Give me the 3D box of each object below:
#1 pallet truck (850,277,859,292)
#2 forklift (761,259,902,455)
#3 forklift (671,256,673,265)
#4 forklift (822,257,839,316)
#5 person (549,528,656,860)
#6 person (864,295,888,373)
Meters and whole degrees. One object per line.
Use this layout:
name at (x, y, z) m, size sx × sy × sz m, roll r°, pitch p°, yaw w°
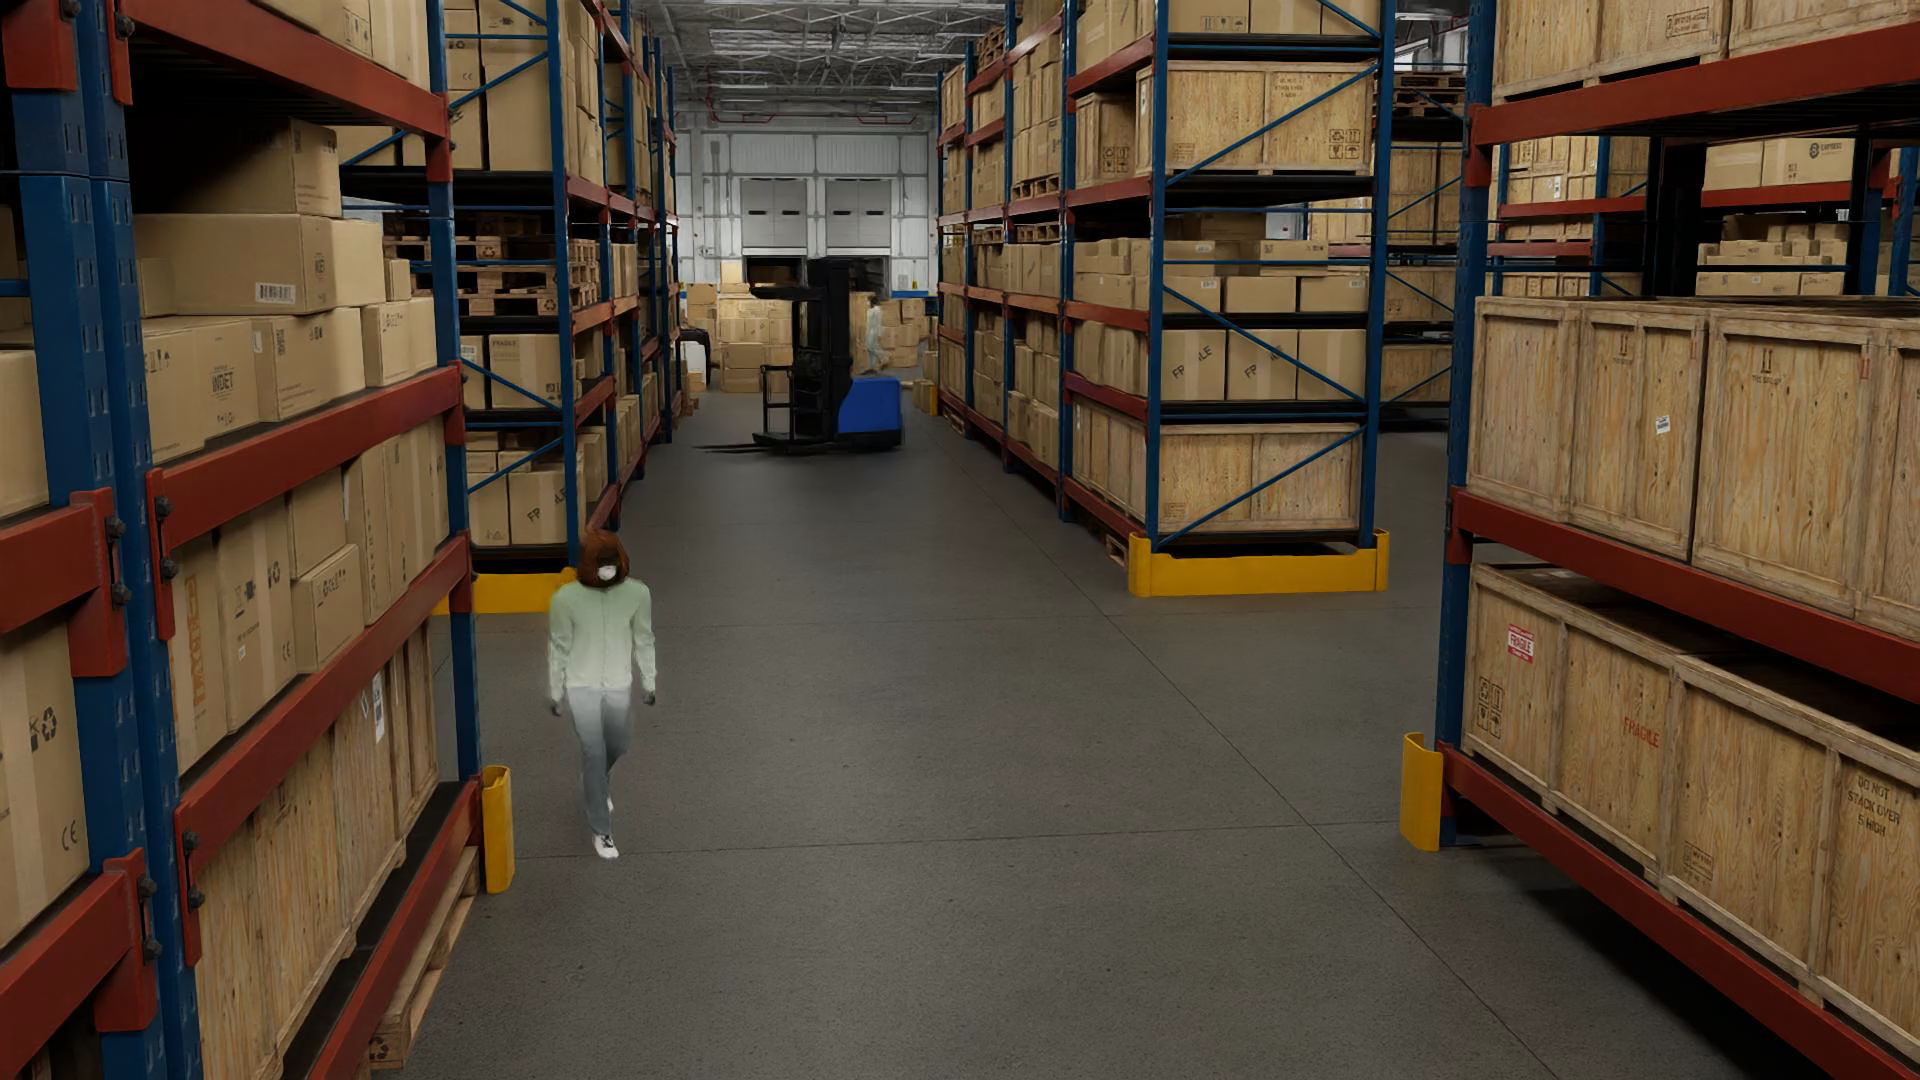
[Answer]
pallet truck at (-3.782, -9.391, 65.808) m, size 1.885 × 1.965 × 0.823 m, roll 2°, pitch 10°, yaw 10°
forklift at (-1.902, -2.724, 24.422) m, size 1.873 × 2.768 × 1.129 m, roll -5°, pitch 11°, yaw -28°
forklift at (-10.987, -9.066, 61.344) m, size 1.129 × 2.768 × 1.873 m, roll -1°, pitch 10°, yaw -7°
forklift at (-3.645, -6.721, 47.695) m, size 1.873 × 2.768 × 1.129 m, roll 1°, pitch 10°, yaw 8°
person at (-1.789, 0.699, 8.228) m, size 0.518 × 1.598 × 0.747 m, roll -6°, pitch 11°, yaw -29°
person at (-2.103, -5.015, 40.543) m, size 0.499 × 1.923 × 0.633 m, roll -4°, pitch 11°, yaw -22°
